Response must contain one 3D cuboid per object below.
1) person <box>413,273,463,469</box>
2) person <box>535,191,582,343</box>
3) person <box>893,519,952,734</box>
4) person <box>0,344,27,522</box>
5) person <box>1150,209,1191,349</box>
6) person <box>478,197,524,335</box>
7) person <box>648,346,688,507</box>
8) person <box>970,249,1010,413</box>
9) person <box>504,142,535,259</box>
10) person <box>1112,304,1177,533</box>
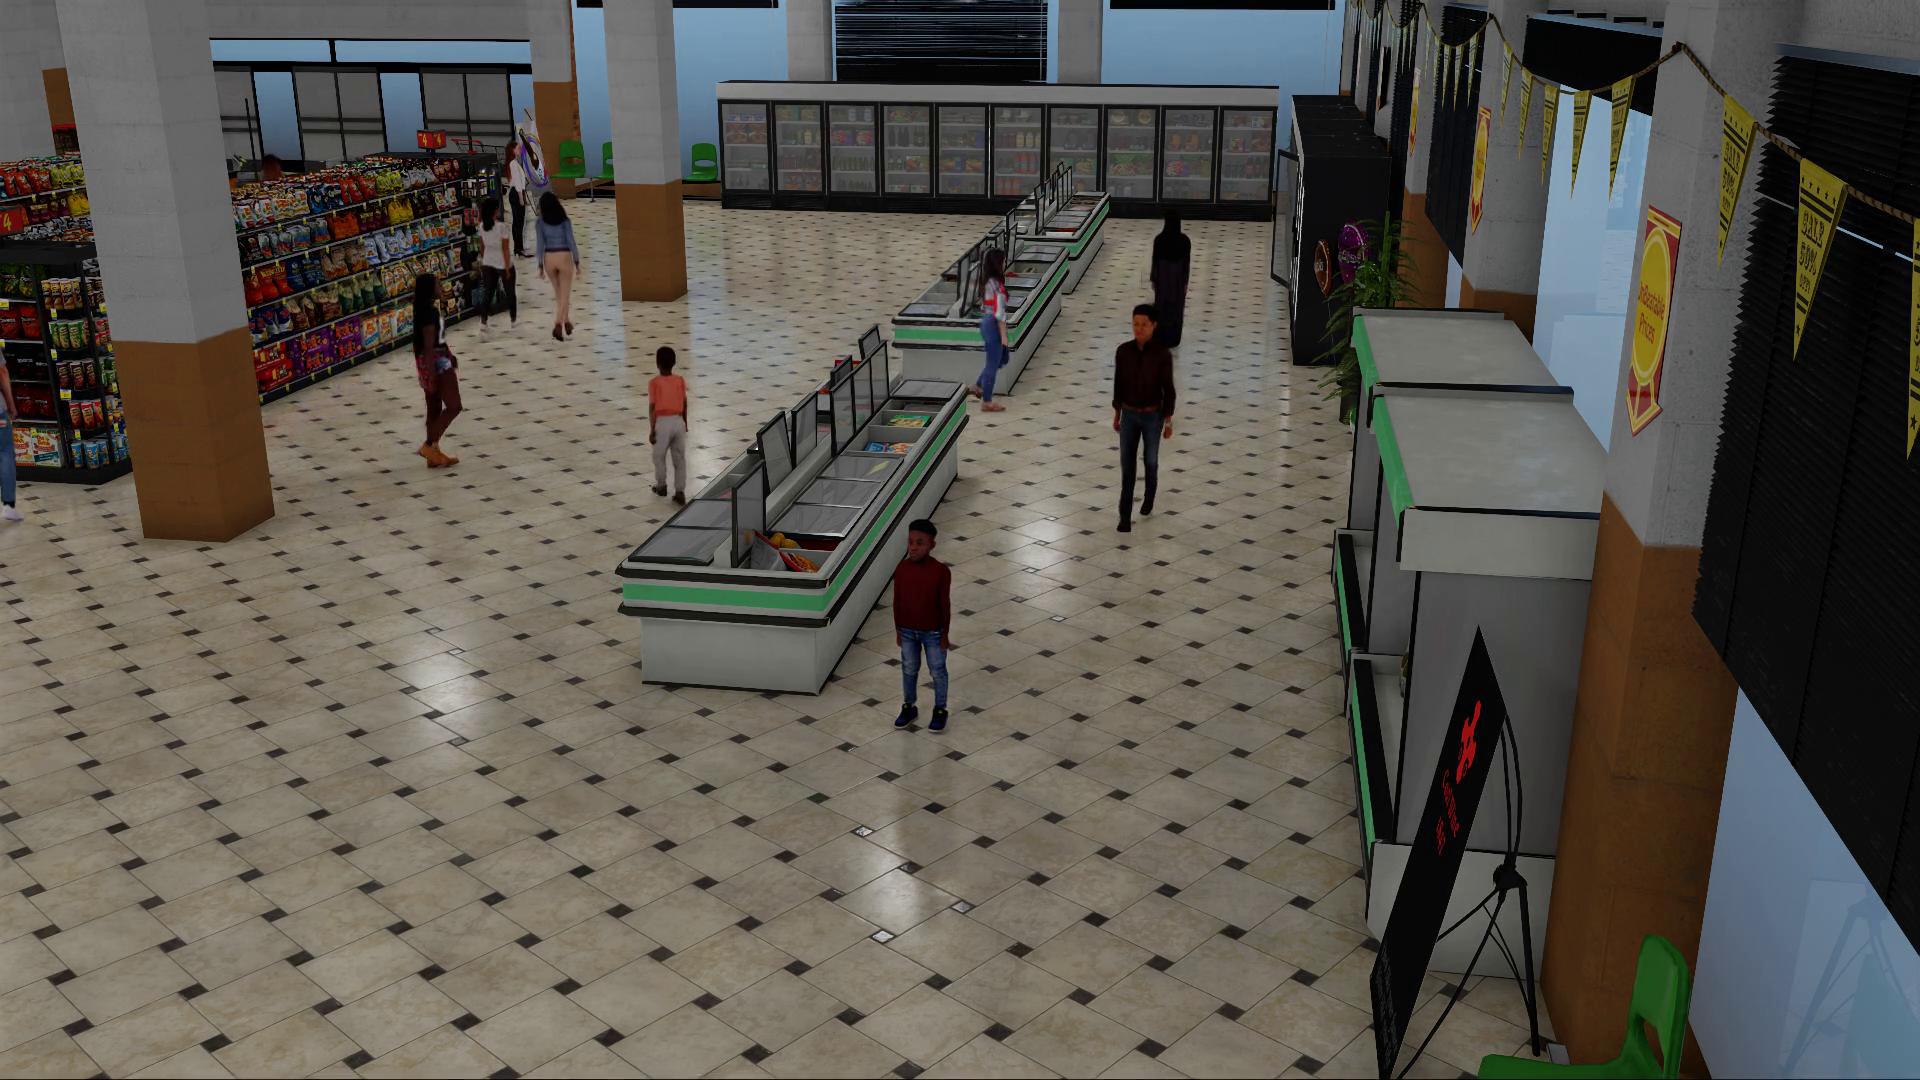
[{"bbox_3d":[-4.654,-1.446,14.443,0.808,1.717,0.746,-9,20,-24],"label":"person"},{"bbox_3d":[-4.732,-3.176,19.547,0.695,1.735,1.208,1,19,4],"label":"person"},{"bbox_3d":[-0.207,0.477,9.466,0.510,1.254,0.505,5,19,15],"label":"person"},{"bbox_3d":[-7.689,-1.061,13.017,0.841,1.899,0.921,-5,19,-14],"label":"person"},{"bbox_3d":[2.413,-2.996,19.220,0.652,1.603,0.896,5,19,15],"label":"person"},{"bbox_3d":[-5.614,-3.256,19.980,0.609,1.608,1.095,4,19,13],"label":"person"},{"bbox_3d":[-2.342,-0.905,13.502,0.726,1.294,0.817,-9,21,-24],"label":"person"},{"bbox_3d":[0.246,-2.073,16.483,0.755,1.601,0.652,0,19,1],"label":"person"},{"bbox_3d":[-6.838,-5.254,25.675,0.725,1.757,0.639,-10,21,-26],"label":"person"},{"bbox_3d":[1.443,-0.949,12.948,0.803,1.731,1.197,6,20,18],"label":"person"}]
